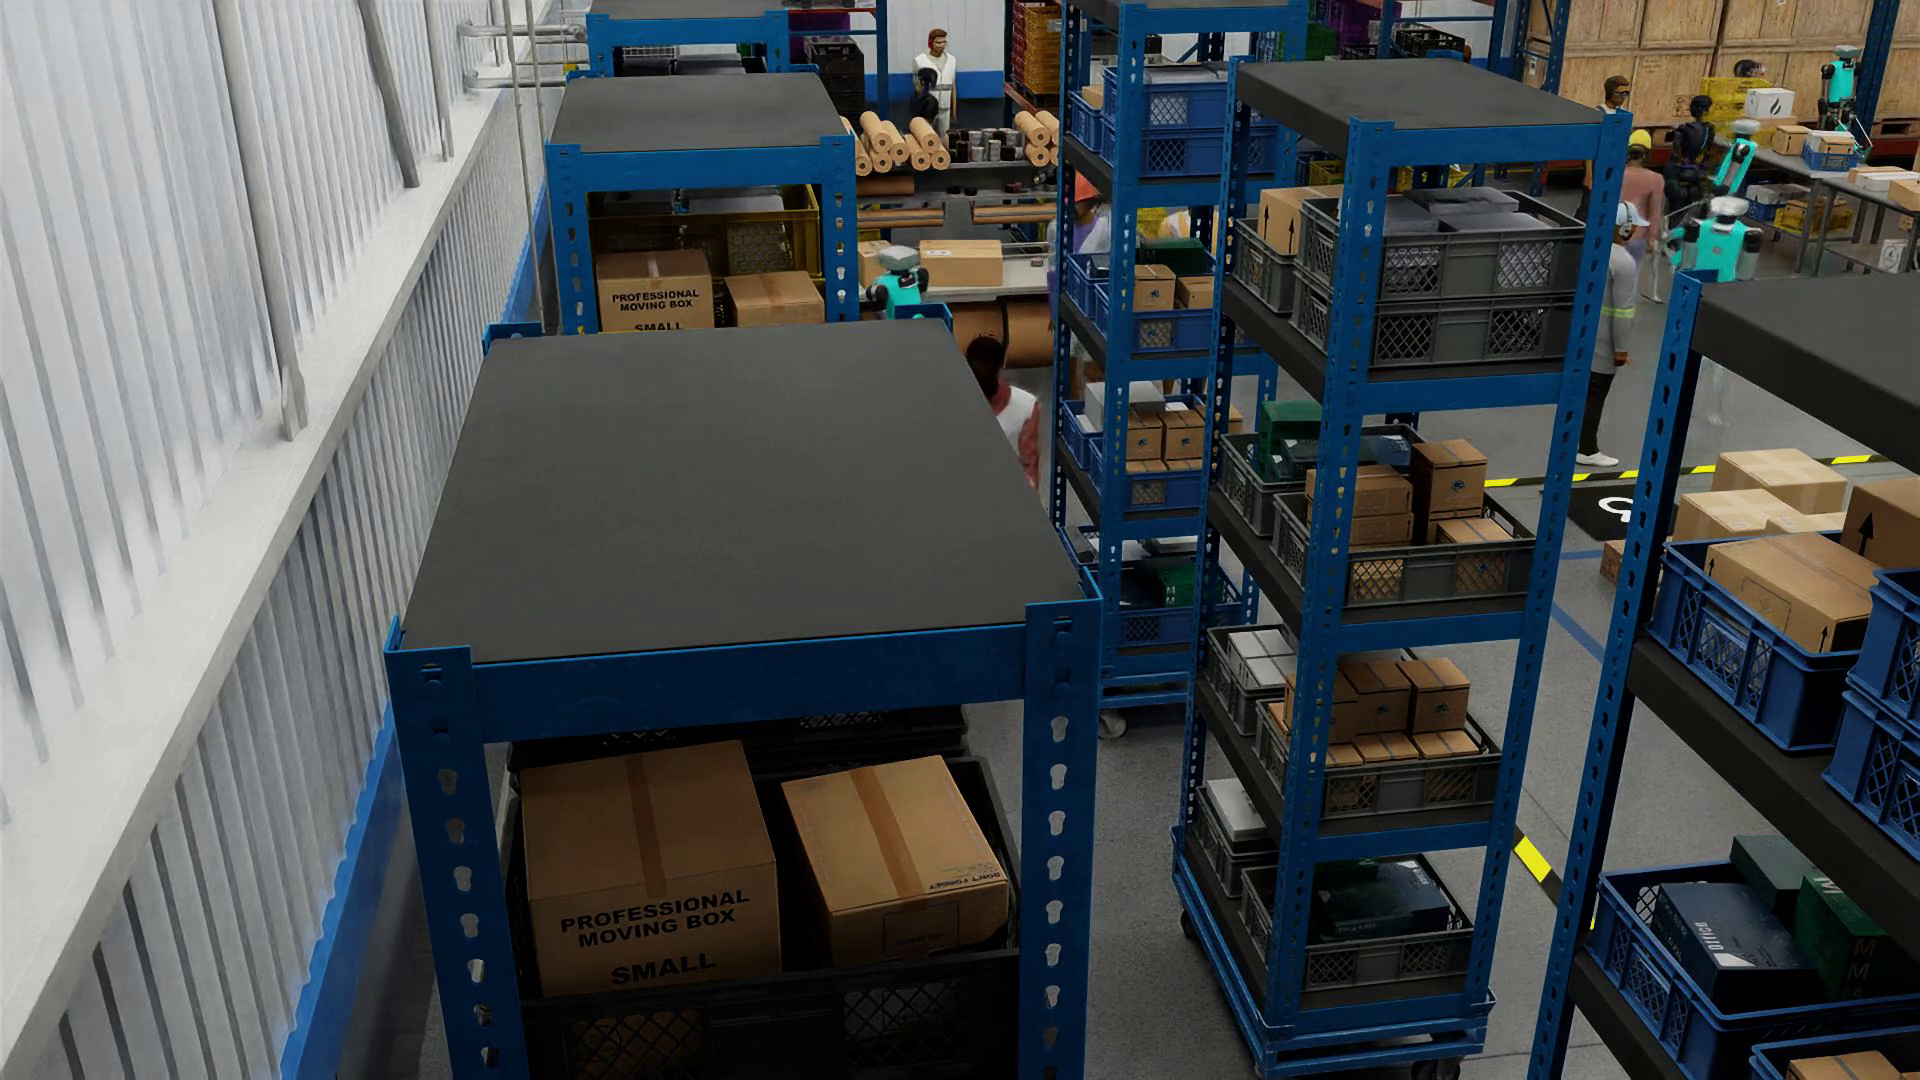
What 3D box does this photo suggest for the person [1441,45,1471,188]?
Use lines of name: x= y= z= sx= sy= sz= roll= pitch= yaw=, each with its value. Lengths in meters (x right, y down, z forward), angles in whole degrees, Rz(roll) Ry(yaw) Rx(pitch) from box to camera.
person: x=5.331 y=-4.444 z=18.077 sx=0.429 sy=1.844 sz=0.625 roll=6 pitch=25 yaw=12

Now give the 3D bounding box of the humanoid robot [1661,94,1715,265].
humanoid robot: x=7.074 y=-3.535 z=16.333 sx=0.615 sy=1.638 sz=0.617 roll=-12 pitch=27 yaw=-24

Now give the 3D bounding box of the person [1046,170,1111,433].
person: x=0.897 y=-1.632 z=11.751 sx=0.628 sy=2.020 sz=0.615 roll=16 pitch=29 yaw=31

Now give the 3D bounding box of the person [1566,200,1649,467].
person: x=4.454 y=-1.425 z=11.501 sx=0.381 sy=1.852 sz=0.589 roll=-5 pitch=25 yaw=-11

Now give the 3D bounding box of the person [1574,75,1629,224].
person: x=6.269 y=-3.619 z=16.296 sx=0.507 sy=1.838 sz=0.337 roll=-20 pitch=31 yaw=-37

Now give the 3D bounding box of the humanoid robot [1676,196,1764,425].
humanoid robot: x=5.524 y=-1.689 z=12.199 sx=0.567 sy=1.751 sz=0.770 roll=17 pitch=30 yaw=33

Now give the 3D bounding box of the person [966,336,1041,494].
person: x=0.115 y=-0.132 z=8.667 sx=0.580 sy=1.878 sz=0.851 roll=2 pitch=25 yaw=5

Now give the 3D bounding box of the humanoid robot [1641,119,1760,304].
humanoid robot: x=6.509 y=-2.911 z=14.870 sx=0.958 sy=1.716 sz=0.581 roll=13 pitch=28 yaw=26

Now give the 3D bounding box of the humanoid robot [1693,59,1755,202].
humanoid robot: x=8.644 y=-4.471 z=18.385 sx=0.615 sy=1.649 sz=0.589 roll=5 pitch=25 yaw=11

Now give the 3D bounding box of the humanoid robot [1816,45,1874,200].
humanoid robot: x=9.743 y=-4.526 z=18.218 sx=0.533 sy=1.677 sz=0.735 roll=-11 pitch=27 yaw=-23

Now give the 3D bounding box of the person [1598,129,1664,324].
person: x=5.709 y=-2.641 z=14.271 sx=0.519 sy=1.733 sz=0.738 roll=11 pitch=27 yaw=22

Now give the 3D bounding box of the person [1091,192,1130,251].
person: x=1.139 y=-2.157 z=13.244 sx=0.502 sy=1.711 sz=0.657 roll=-9 pitch=26 yaw=-18

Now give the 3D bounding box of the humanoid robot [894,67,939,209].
humanoid robot: x=-0.457 y=-4.210 z=17.769 sx=0.472 sy=1.632 sz=0.603 roll=-5 pitch=25 yaw=-11

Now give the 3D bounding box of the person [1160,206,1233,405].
person: x=1.701 y=-1.746 z=12.097 sx=0.551 sy=1.937 sz=0.357 roll=-3 pitch=25 yaw=-7

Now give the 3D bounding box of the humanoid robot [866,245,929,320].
humanoid robot: x=-0.114 y=-0.964 z=10.626 sx=0.878 sy=1.770 sz=0.590 roll=17 pitch=30 yaw=33

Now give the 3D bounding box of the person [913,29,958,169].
person: x=-0.292 y=-4.969 z=19.230 sx=0.563 sy=1.836 sz=0.389 roll=-14 pitch=28 yaw=-27
